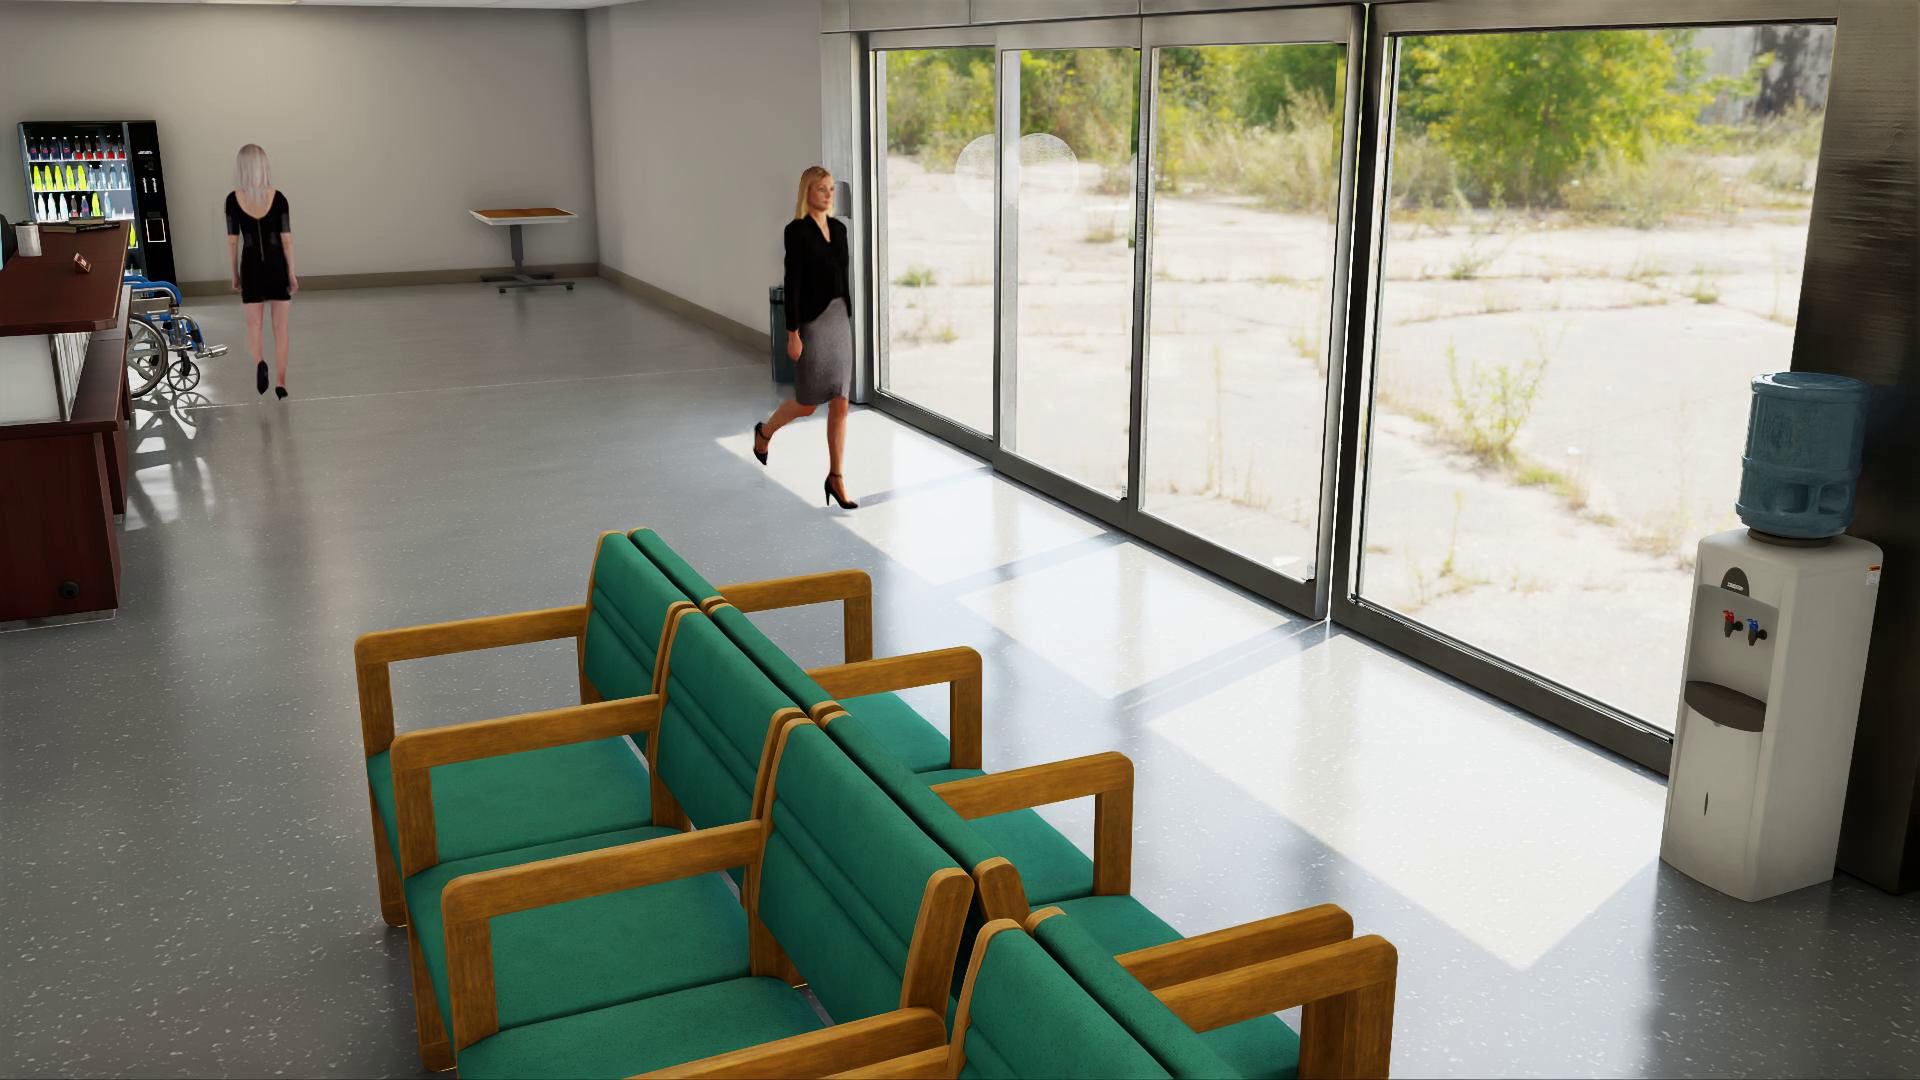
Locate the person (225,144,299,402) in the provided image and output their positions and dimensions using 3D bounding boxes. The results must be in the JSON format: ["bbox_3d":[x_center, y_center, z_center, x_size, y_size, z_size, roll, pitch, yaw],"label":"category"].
[{"bbox_3d":[-4.900,-1.842,11.716,0.875,1.816,0.695,-5,17,-18],"label":"person"}]

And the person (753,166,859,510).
[{"bbox_3d":[-0.824,-1.075,8.982,0.952,1.823,1.049,13,20,38],"label":"person"}]
